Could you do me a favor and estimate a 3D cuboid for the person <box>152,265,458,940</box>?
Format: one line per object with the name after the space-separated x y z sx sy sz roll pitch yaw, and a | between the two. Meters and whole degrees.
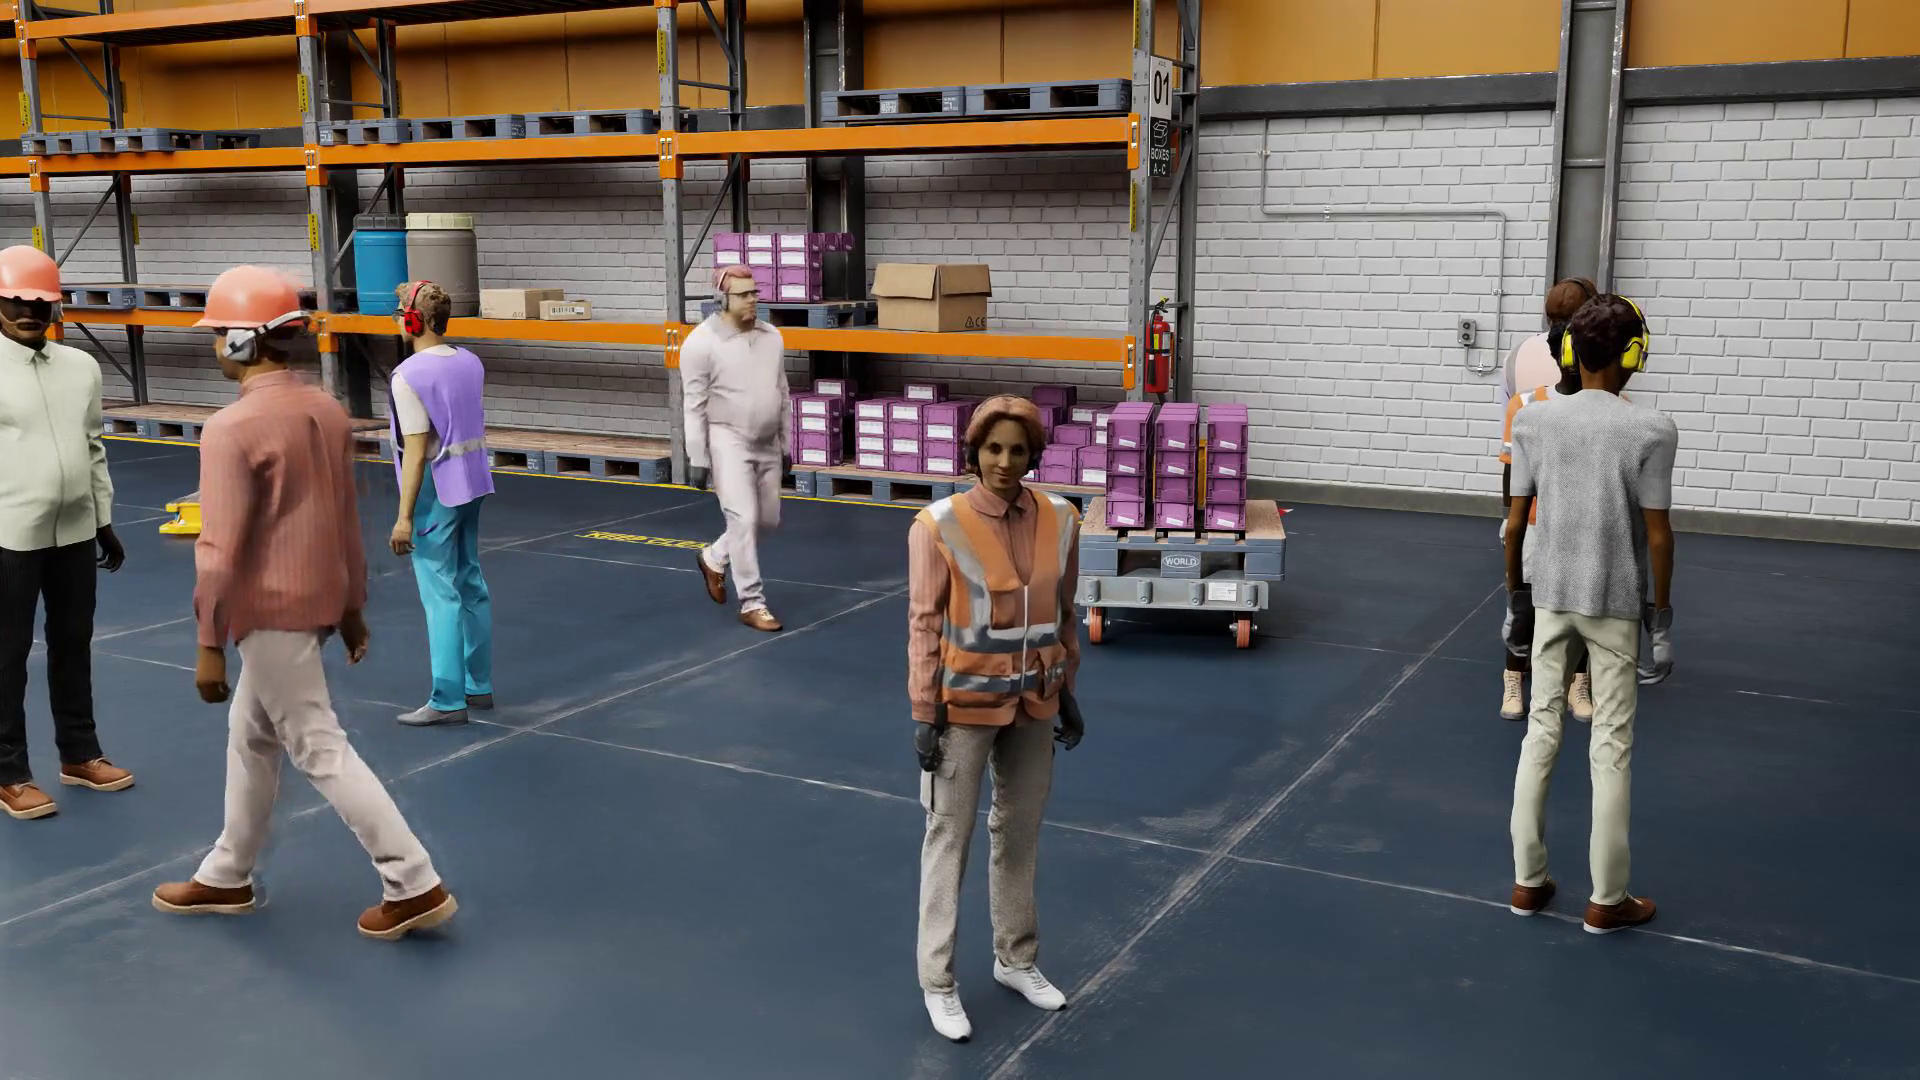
-1.921 0.195 4.769 1.003 1.951 0.626 1 10 7 | person

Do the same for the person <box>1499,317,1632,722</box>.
2.515 -0.077 6.939 0.540 1.695 0.317 1 10 6 | person

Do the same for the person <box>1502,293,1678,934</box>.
1.842 0.217 4.870 0.511 1.865 0.329 9 14 41 | person

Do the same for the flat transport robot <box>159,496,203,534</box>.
-5.079 -0.255 11.823 0.652 0.197 1.431 -1 10 -4 | flat transport robot

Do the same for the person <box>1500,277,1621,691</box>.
2.708 -0.245 7.456 0.429 1.846 0.633 -6 12 -28 | person

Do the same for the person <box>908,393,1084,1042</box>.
0.093 0.442 4.256 0.517 1.636 0.314 -6 12 -31 | person

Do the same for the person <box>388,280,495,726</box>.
-2.146 -0.145 6.899 0.389 1.847 0.563 2 11 13 | person

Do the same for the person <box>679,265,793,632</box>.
-1.175 -0.491 8.694 0.737 1.881 0.653 9 14 41 | person

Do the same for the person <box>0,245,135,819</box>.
-3.248 -0.033 5.888 0.392 1.990 0.614 5 11 25 | person
